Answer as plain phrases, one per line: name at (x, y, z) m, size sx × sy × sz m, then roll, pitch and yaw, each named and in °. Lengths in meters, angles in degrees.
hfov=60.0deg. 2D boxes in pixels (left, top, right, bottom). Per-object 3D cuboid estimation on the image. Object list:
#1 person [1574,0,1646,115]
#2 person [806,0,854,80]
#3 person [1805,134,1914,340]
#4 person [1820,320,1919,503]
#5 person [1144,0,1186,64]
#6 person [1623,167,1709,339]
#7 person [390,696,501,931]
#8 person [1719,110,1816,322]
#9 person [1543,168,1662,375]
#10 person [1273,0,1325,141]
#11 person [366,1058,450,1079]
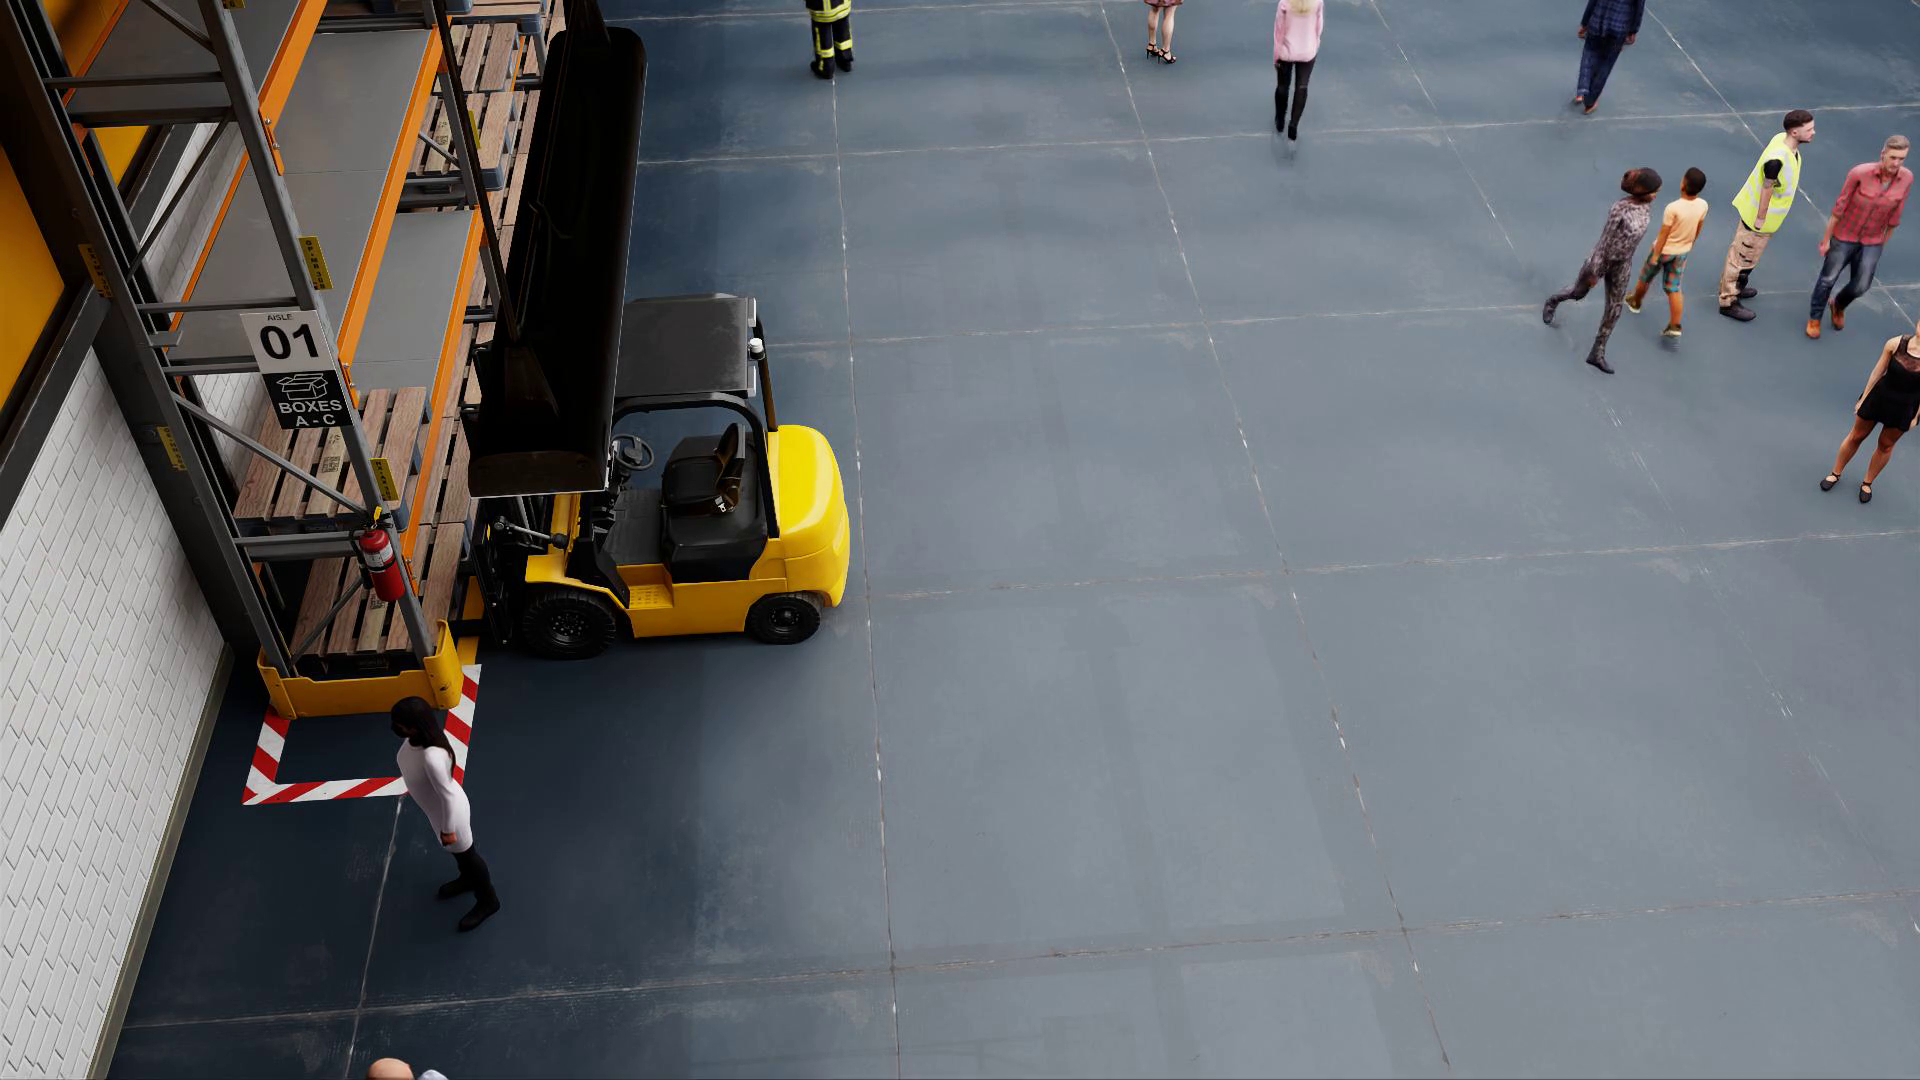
person at (6.224, -4.924, 15.983) m, size 0.822 × 1.806 × 0.860 m, roll 23°, pitch 48°, yaw 22°
person at (-1.310, -5.545, 16.624) m, size 0.843 × 1.822 × 0.848 m, roll -25°, pitch 49°, yaw -24°
person at (7.212, -2.491, 13.419) m, size 0.802 × 1.820 × 0.801 m, roll 10°, pitch 44°, yaw 10°
person at (6.704, -0.989, 11.948) m, size 0.682 × 1.675 × 0.726 m, roll 24°, pitch 48°, yaw 23°
person at (2.093, -5.688, 16.809) m, size 0.858 × 1.774 × 0.779 m, roll -28°, pitch 50°, yaw -26°
person at (5.816, -2.306, 13.498) m, size 0.564 × 1.443 × 0.981 m, roll -5°, pitch 44°, yaw -5°
person at (-2.857, 1.488, 9.252) m, size 0.748 × 1.808 × 0.627 m, roll -24°, pitch 49°, yaw -23°
person at (6.589, -2.694, 13.614) m, size 0.900 × 1.846 × 0.822 m, roll 18°, pitch 46°, yaw 18°
person at (5.102, -2.229, 13.253) m, size 0.777 × 1.671 × 1.210 m, roll -9°, pitch 44°, yaw -9°
person at (3.172, -4.553, 15.691) m, size 0.690 × 1.674 × 0.917 m, roll 3°, pitch 44°, yaw 3°
person at (-2.462, 2.924, 7.757) m, size 0.770 × 1.792 × 0.626 m, roll 9°, pitch 44°, yaw 10°
